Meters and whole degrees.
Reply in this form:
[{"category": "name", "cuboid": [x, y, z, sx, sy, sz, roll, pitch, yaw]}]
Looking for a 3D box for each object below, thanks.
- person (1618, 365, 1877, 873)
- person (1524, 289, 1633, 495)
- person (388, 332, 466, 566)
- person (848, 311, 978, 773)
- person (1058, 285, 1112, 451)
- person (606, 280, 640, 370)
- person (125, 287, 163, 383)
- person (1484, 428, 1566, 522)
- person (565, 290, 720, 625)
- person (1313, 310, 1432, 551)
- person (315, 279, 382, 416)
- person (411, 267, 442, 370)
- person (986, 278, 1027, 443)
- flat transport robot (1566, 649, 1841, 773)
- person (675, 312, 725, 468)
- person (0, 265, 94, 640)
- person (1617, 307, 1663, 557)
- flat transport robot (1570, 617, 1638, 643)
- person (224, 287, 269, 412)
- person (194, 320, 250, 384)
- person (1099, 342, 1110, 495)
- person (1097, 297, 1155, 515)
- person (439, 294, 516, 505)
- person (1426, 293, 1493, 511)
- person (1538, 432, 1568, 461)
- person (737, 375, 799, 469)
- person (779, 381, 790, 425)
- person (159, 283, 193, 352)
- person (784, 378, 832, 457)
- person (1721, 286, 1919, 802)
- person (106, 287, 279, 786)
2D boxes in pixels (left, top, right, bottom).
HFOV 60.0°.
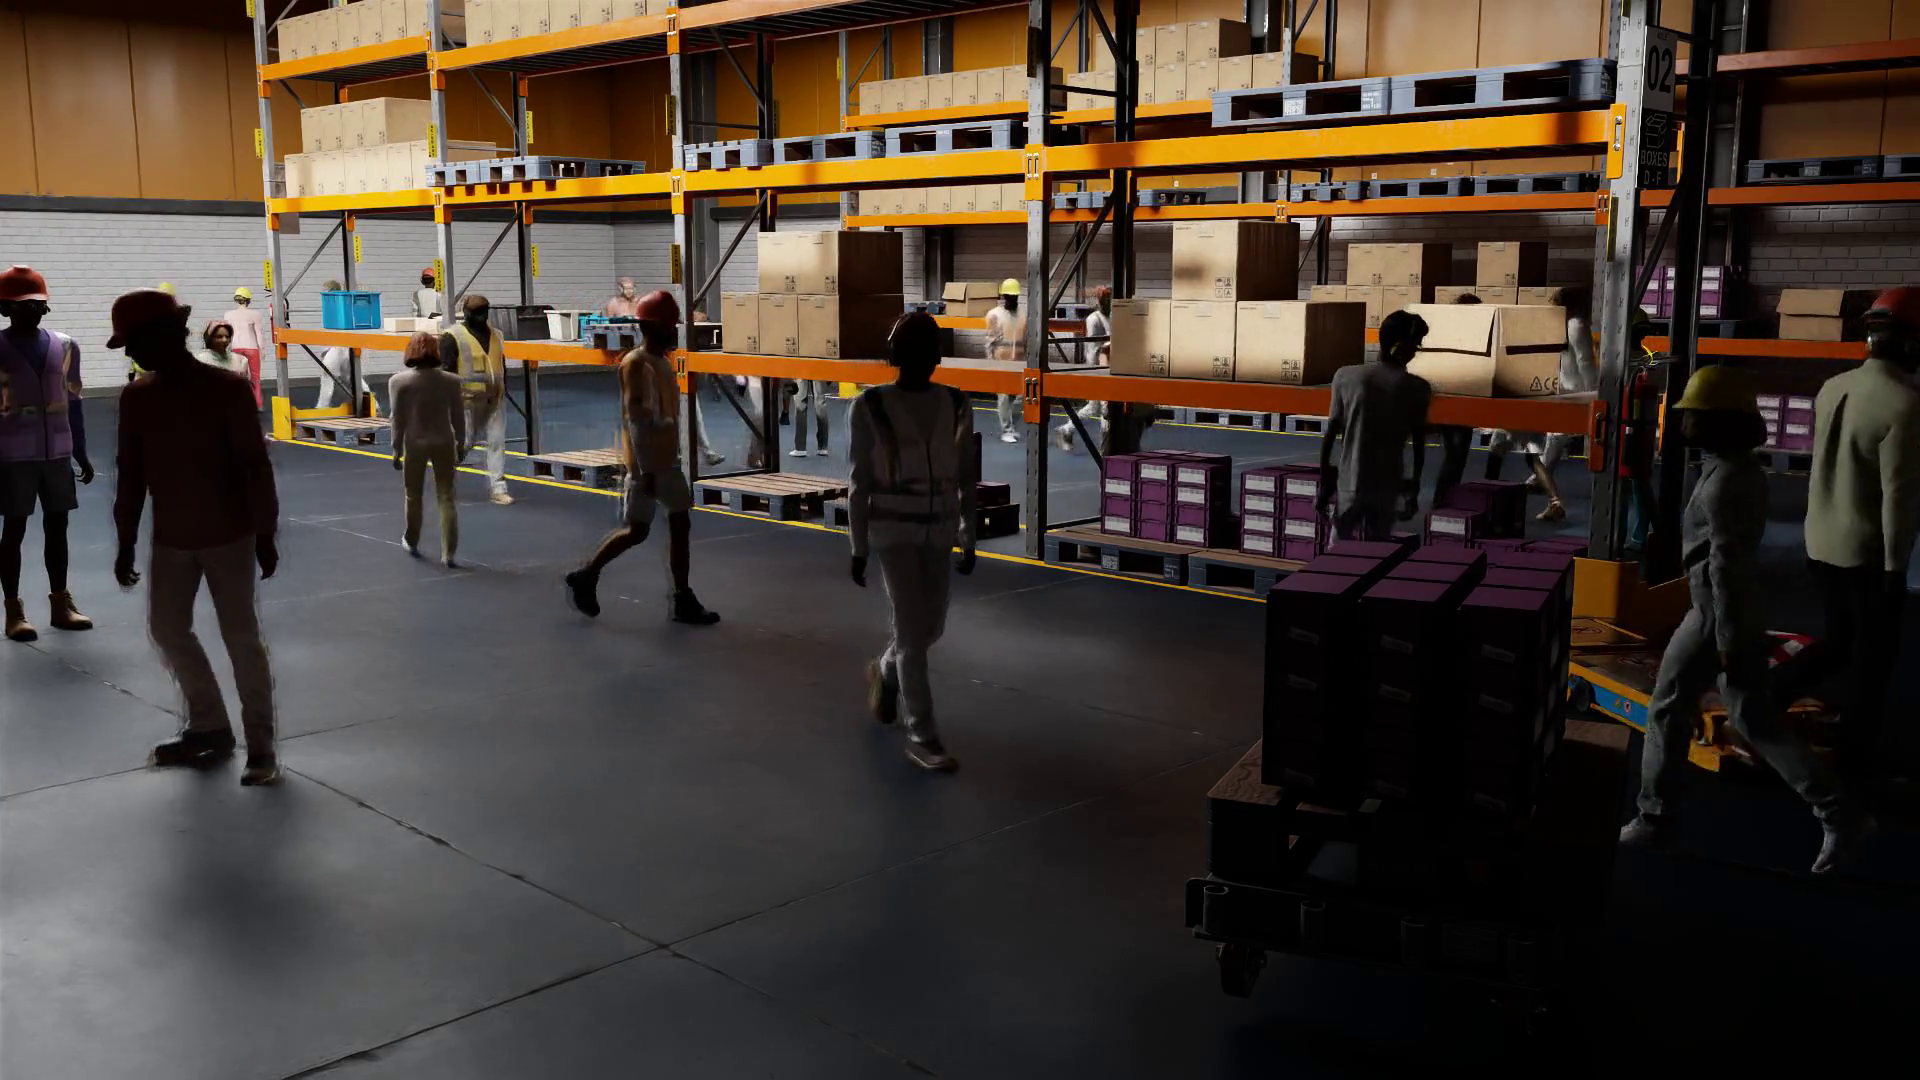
[{"category": "person", "cuboid": [2.626, 0.269, 5.559, 0.801, 1.709, 0.474, 7, 12, 38]}, {"category": "person", "cuboid": [5.529, -1.290, 14.734, 1.090, 1.861, 0.639, 3, 10, 19]}, {"category": "person", "cuboid": [-3.669, -0.634, 11.475, 0.529, 1.585, 0.853, -5, 11, -28]}, {"category": "person", "cuboid": [-0.220, -0.025, 6.939, 0.584, 1.860, 0.835, -5, 11, -29]}, {"category": "person", "cuboid": [1.486, -1.820, 17.940, 0.802, 1.863, 0.582, 6, 11, 35]}, {"category": "person", "cuboid": [-4.990, -2.982, 25.050, 0.669, 1.850, 0.979, -2, 10, -15]}, {"category": "person", "cuboid": [-8.939, -1.911, 18.598, 0.640, 1.821, 0.579, 2, 9, 10]}, {"category": "person", "cuboid": [4.496, -0.971, 13.353, 0.539, 1.657, 0.844, -8, 12, -41]}, {"category": "person", "cuboid": [-1.814, -0.461, 9.464, 0.849, 1.915, 0.562, 3, 10, 18]}, {"category": "person", "cuboid": [2.066, -0.239, 8.399, 0.566, 1.830, 0.380, 3, 10, 18]}, {"category": "person", "cuboid": [-8.257, -2.520, 22.175, 1.037, 1.894, 0.631, -3, 10, -19]}, {"category": "person", "cuboid": [-8.440, -3.326, 26.605, 0.608, 2.043, 0.374, 0, 9, -1]}, {"category": "person", "cuboid": [0.586, -2.078, 19.343, 0.596, 1.910, 0.411, -3, 10, -20]}, {"category": "flat transport robot", "cuboid": [3.187, 0.709, 7.279, 0.652, 0.197, 1.431, -2, 9, -10]}, {"category": "person", "cuboid": [-2.679, -1.537, 17.023, 0.880, 1.570, 0.512, 7, 12, 38]}, {"category": "person", "cuboid": [-5.083, -0.481, 9.156, 0.393, 2.041, 0.613, 6, 11, 34]}, {"category": "person", "cuboid": [4.696, -0.762, 11.728, 0.534, 1.767, 0.314, -5, 10, -26]}, {"category": "flat transport robot", "cuboid": [2.746, 0.552, 8.240, 1.431, 0.197, 0.652, -2, 9, -10]}, {"category": "person", "cuboid": [-10.058, -2.669, 23.415, 0.526, 1.768, 0.331, -1, 9, -5]}, {"category": "person", "cuboid": [-5.728, -0.895, 12.957, 0.376, 1.623, 0.526, 7, 12, 38]}, {"category": "person", "cuboid": [1.440, -1.203, 14.814, 0.515, 1.640, 0.315, -7, 12, -38]}, {"category": "person", "cuboid": [1.439, -1.077, 13.523, 0.562, 1.811, 0.596, 5, 11, 29]}, {"category": "person", "cuboid": [-4.205, -1.213, 14.356, 0.796, 1.820, 0.633, 8, 12, 40]}, {"category": "person", "cuboid": [3.839, -0.960, 12.727, 0.524, 1.831, 0.439, -5, 11, -29]}, {"category": "person", "cuboid": [6.237, -1.628, 17.424, 0.522, 1.638, 0.310, -9, 13, -44]}, {"category": "person", "cuboid": [-1.938, -1.602, 16.736, 0.631, 1.817, 0.470, -9, 13, -44]}, {"category": "person", "cuboid": [-2.407, -2.430, 21.424, 0.357, 1.937, 0.551, 8, 12, 42]}, {"category": "person", "cuboid": [-11.192, -2.719, 23.561, 0.611, 1.828, 0.403, -4, 10, -23]}, {"category": "person", "cuboid": [-1.644, -1.848, 17.890, 0.585, 1.928, 0.369, -4, 10, -23]}, {"category": "person", "cuboid": [3.337, 0.031, 6.257, 0.612, 1.962, 0.652, 0, 9, -2]}, {"category": "person", "cuboid": [-3.002, -0.014, 6.616, 0.698, 1.958, 0.444, 2, 10, 14]}]
